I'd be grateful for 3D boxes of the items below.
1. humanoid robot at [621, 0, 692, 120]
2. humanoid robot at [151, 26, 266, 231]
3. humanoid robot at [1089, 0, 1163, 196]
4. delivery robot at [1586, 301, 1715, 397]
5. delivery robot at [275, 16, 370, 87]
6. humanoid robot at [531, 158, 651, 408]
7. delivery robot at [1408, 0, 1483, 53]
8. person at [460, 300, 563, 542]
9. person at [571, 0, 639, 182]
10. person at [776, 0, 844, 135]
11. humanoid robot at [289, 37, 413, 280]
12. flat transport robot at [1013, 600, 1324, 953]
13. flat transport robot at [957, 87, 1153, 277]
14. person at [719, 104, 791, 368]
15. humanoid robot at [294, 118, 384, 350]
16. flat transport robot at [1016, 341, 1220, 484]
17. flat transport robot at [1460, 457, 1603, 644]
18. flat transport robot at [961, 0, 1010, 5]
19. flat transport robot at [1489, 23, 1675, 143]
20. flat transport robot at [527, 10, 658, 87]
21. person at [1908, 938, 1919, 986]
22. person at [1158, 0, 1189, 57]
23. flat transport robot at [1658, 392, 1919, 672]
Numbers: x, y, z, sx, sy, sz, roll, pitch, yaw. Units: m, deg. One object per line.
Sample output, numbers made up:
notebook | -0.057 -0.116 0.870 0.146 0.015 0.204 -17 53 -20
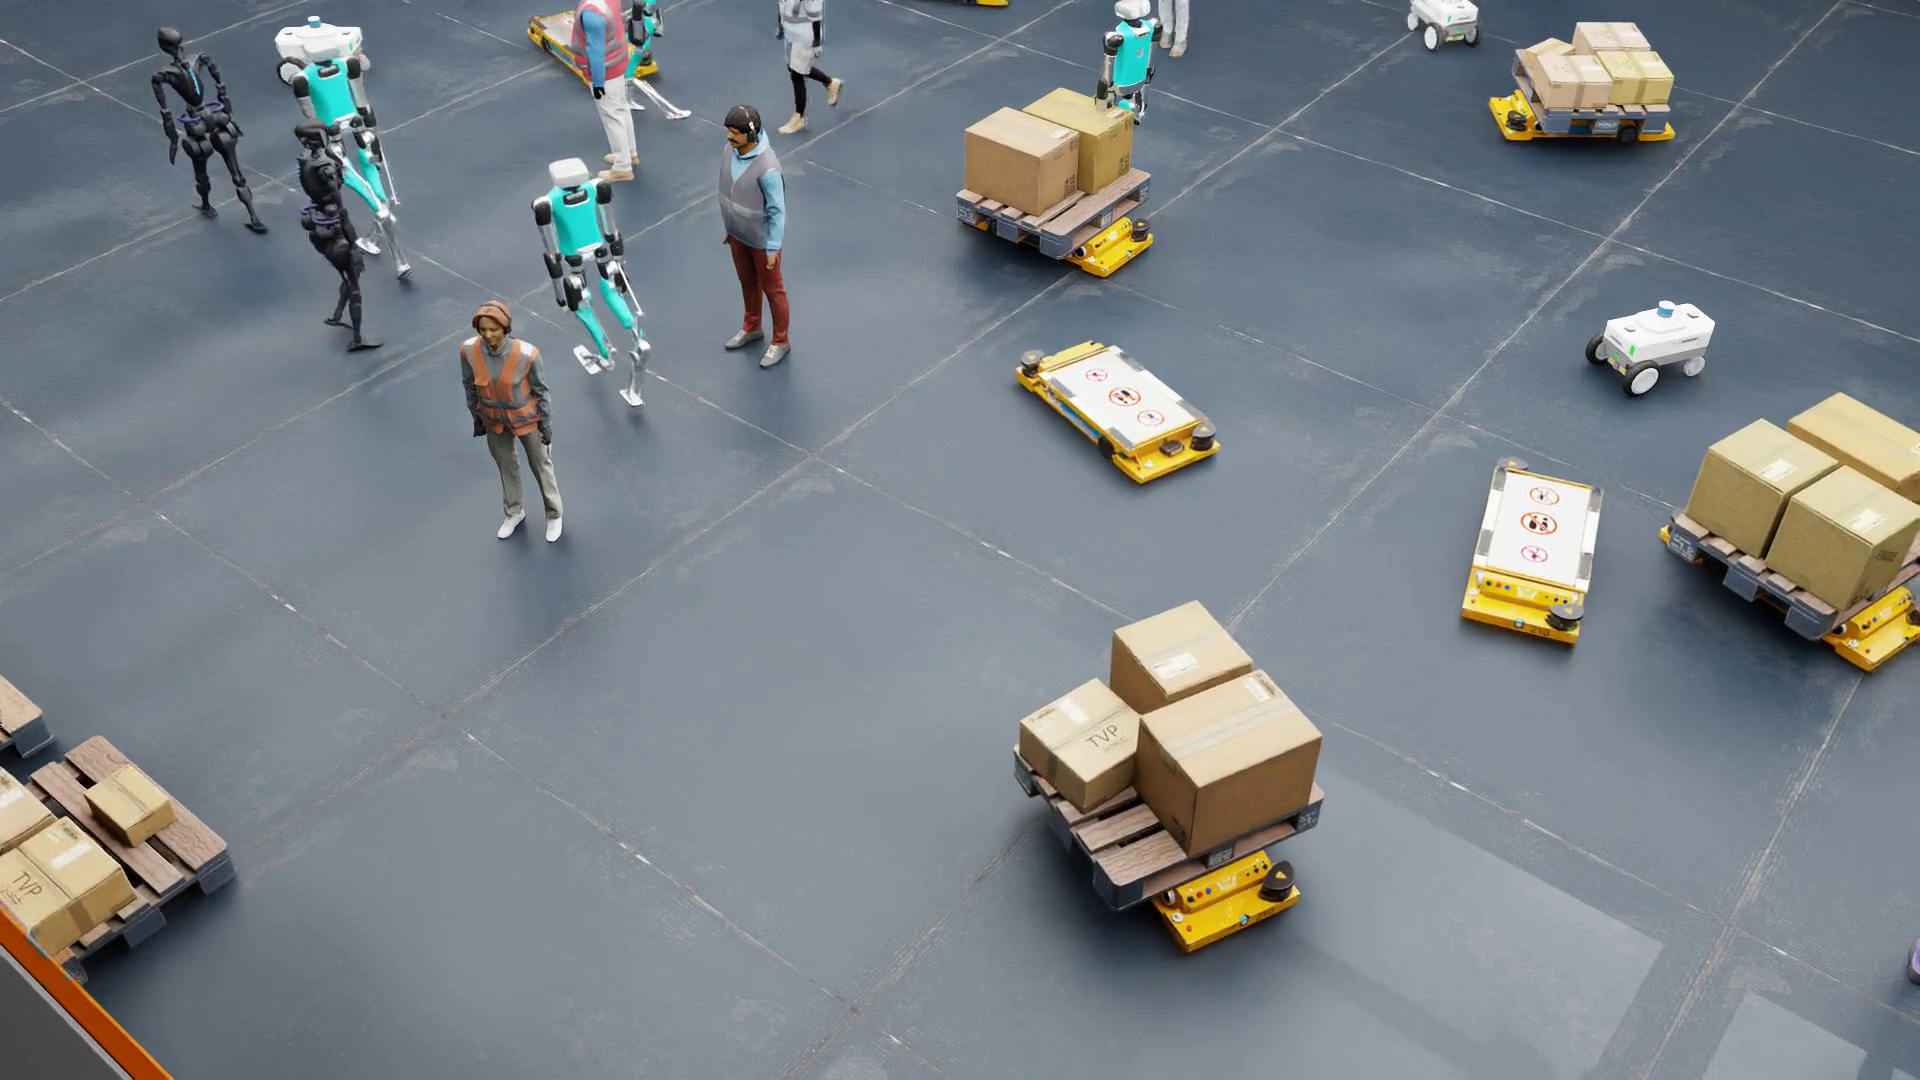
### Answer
humanoid robot | -2.786 -4.353 14.076 0.953 1.741 0.543 10 41 11
humanoid robot | -5.810 -3.164 12.745 0.777 1.623 0.602 28 48 29
humanoid robot | 1.133 -3.439 12.887 0.533 1.677 0.735 -27 47 -28
delivery robot | 4.782 -1.374 11.457 0.747 0.572 0.499 -13 42 -15
delivery robot | -5.814 -4.439 15.094 0.812 0.614 0.499 0 40 0
humanoid robot | -2.329 -1.581 10.822 0.548 1.738 1.036 -25 46 -27
delivery robot | 4.577 -4.972 15.707 0.499 0.595 0.781 -11 42 -13
person | -2.642 -0.697 9.834 0.516 1.645 0.305 5 41 6
person | -2.863 -3.776 13.318 0.432 1.836 0.628 1 40 1
person | -1.279 -4.270 14.009 0.641 1.675 0.539 -24 46 -25
humanoid robot | -4.311 -2.719 12.176 1.015 1.771 0.531 31 49 31
flat transport robot | 1.034 1.399 8.432 0.659 0.231 1.431 -19 44 -21
flat transport robot | 0.735 -2.484 13.000 1.431 0.231 0.659 27 47 28
person | -1.384 -2.073 11.273 0.530 1.880 0.410 30 49 31
humanoid robot | -4.345 -2.106 11.465 0.390 1.637 0.586 -30 49 -31
flat transport robot | 1.040 -0.908 11.146 0.659 0.231 1.431 -22 45 -24
flat transport robot | 3.470 0.035 10.037 0.659 0.231 1.431 14 42 16
flat transport robot | -0.155 -5.633 16.704 1.431 0.231 0.659 9 41 10
flat transport robot | 5.392 -3.693 14.422 1.431 0.231 0.659 0 40 0
flat transport robot | -3.448 -4.614 15.506 0.659 0.231 1.431 -25 46 -26
person | 4.636 1.384 7.232 0.569 1.843 0.374 30 49 31
person | 1.948 -5.343 15.137 0.642 1.858 0.645 11 42 13
flat transport robot | 4.957 0.184 9.861 0.659 0.231 1.431 -24 46 -26
